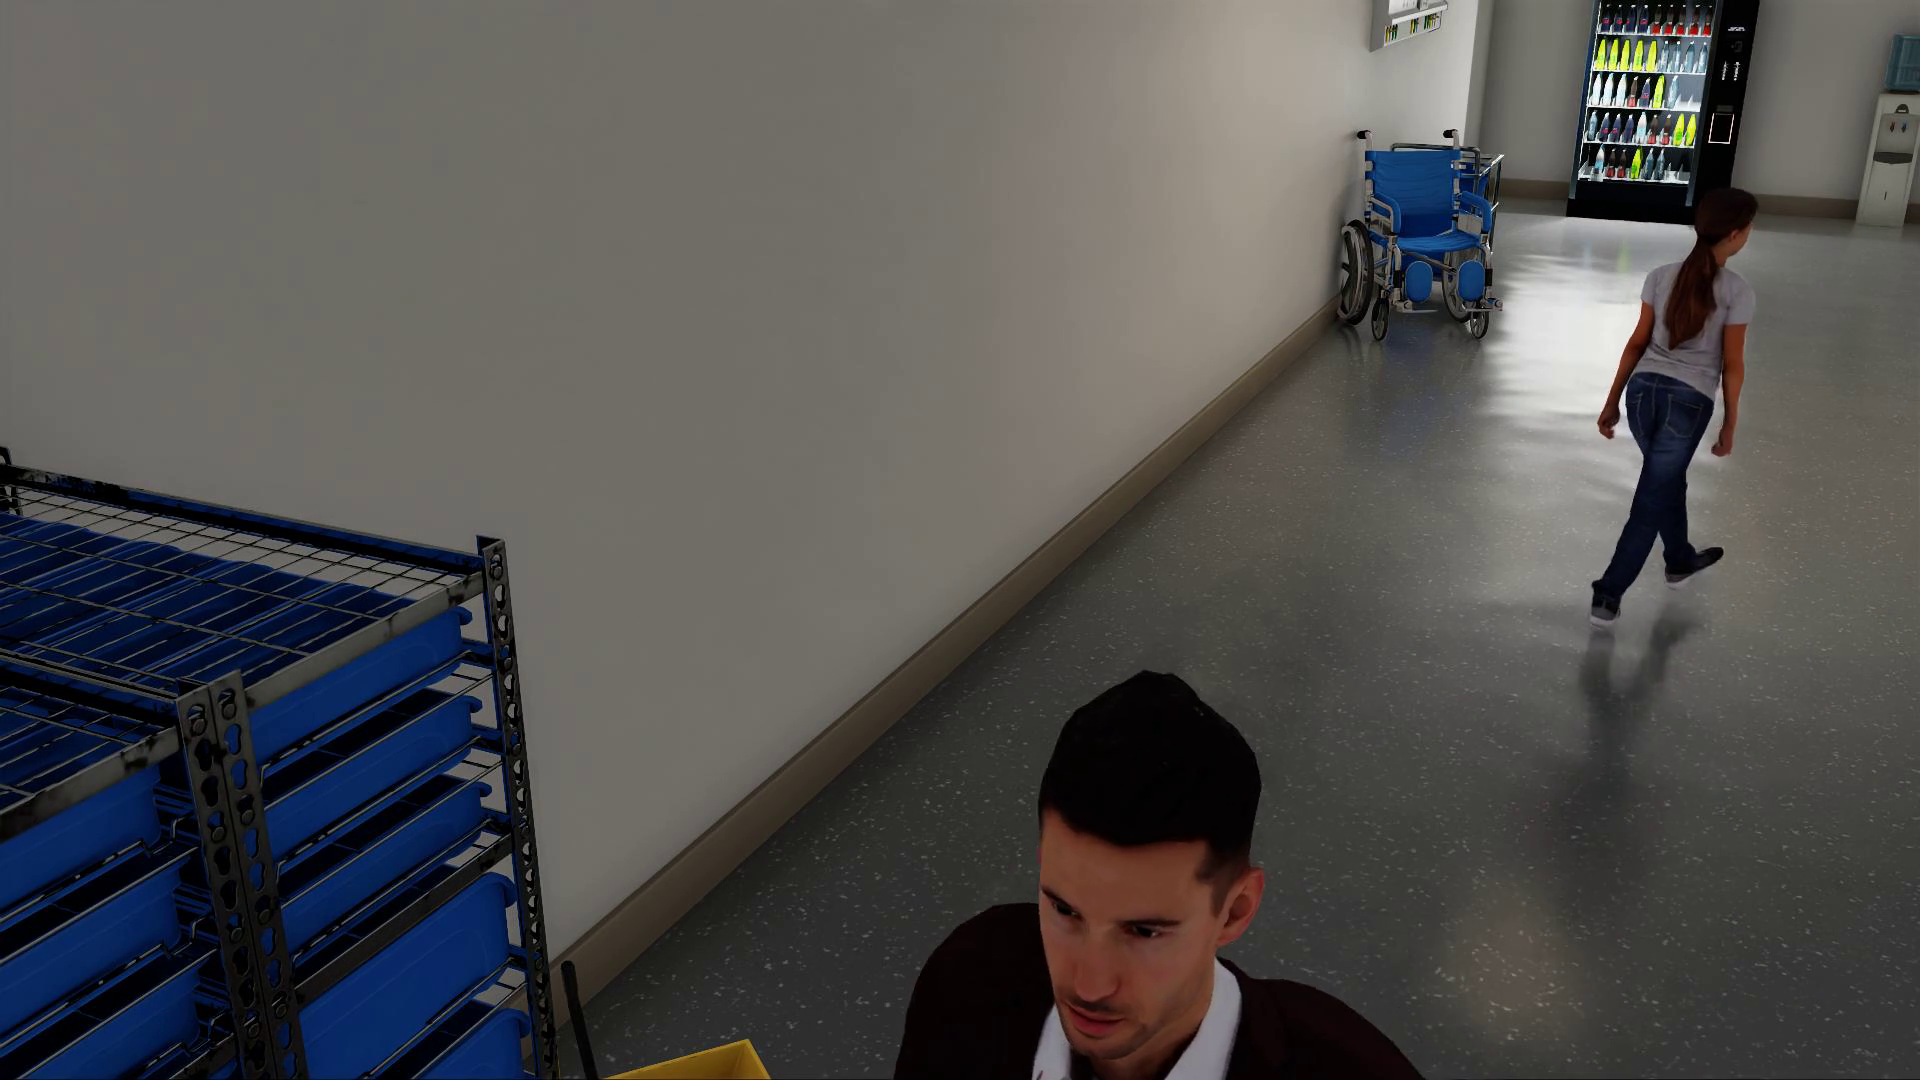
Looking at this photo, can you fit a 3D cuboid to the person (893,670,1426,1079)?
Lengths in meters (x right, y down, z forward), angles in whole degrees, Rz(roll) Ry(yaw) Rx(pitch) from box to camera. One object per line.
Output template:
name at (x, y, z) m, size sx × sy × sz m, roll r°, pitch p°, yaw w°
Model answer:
person at (0.196, 0.945, 1.714) m, size 0.970 × 1.836 × 0.845 m, roll 14°, pitch 25°, yaw 32°

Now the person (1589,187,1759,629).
person at (2.419, -0.418, 5.778) m, size 0.958 × 1.506 × 1.085 m, roll -18°, pitch 27°, yaw -39°
